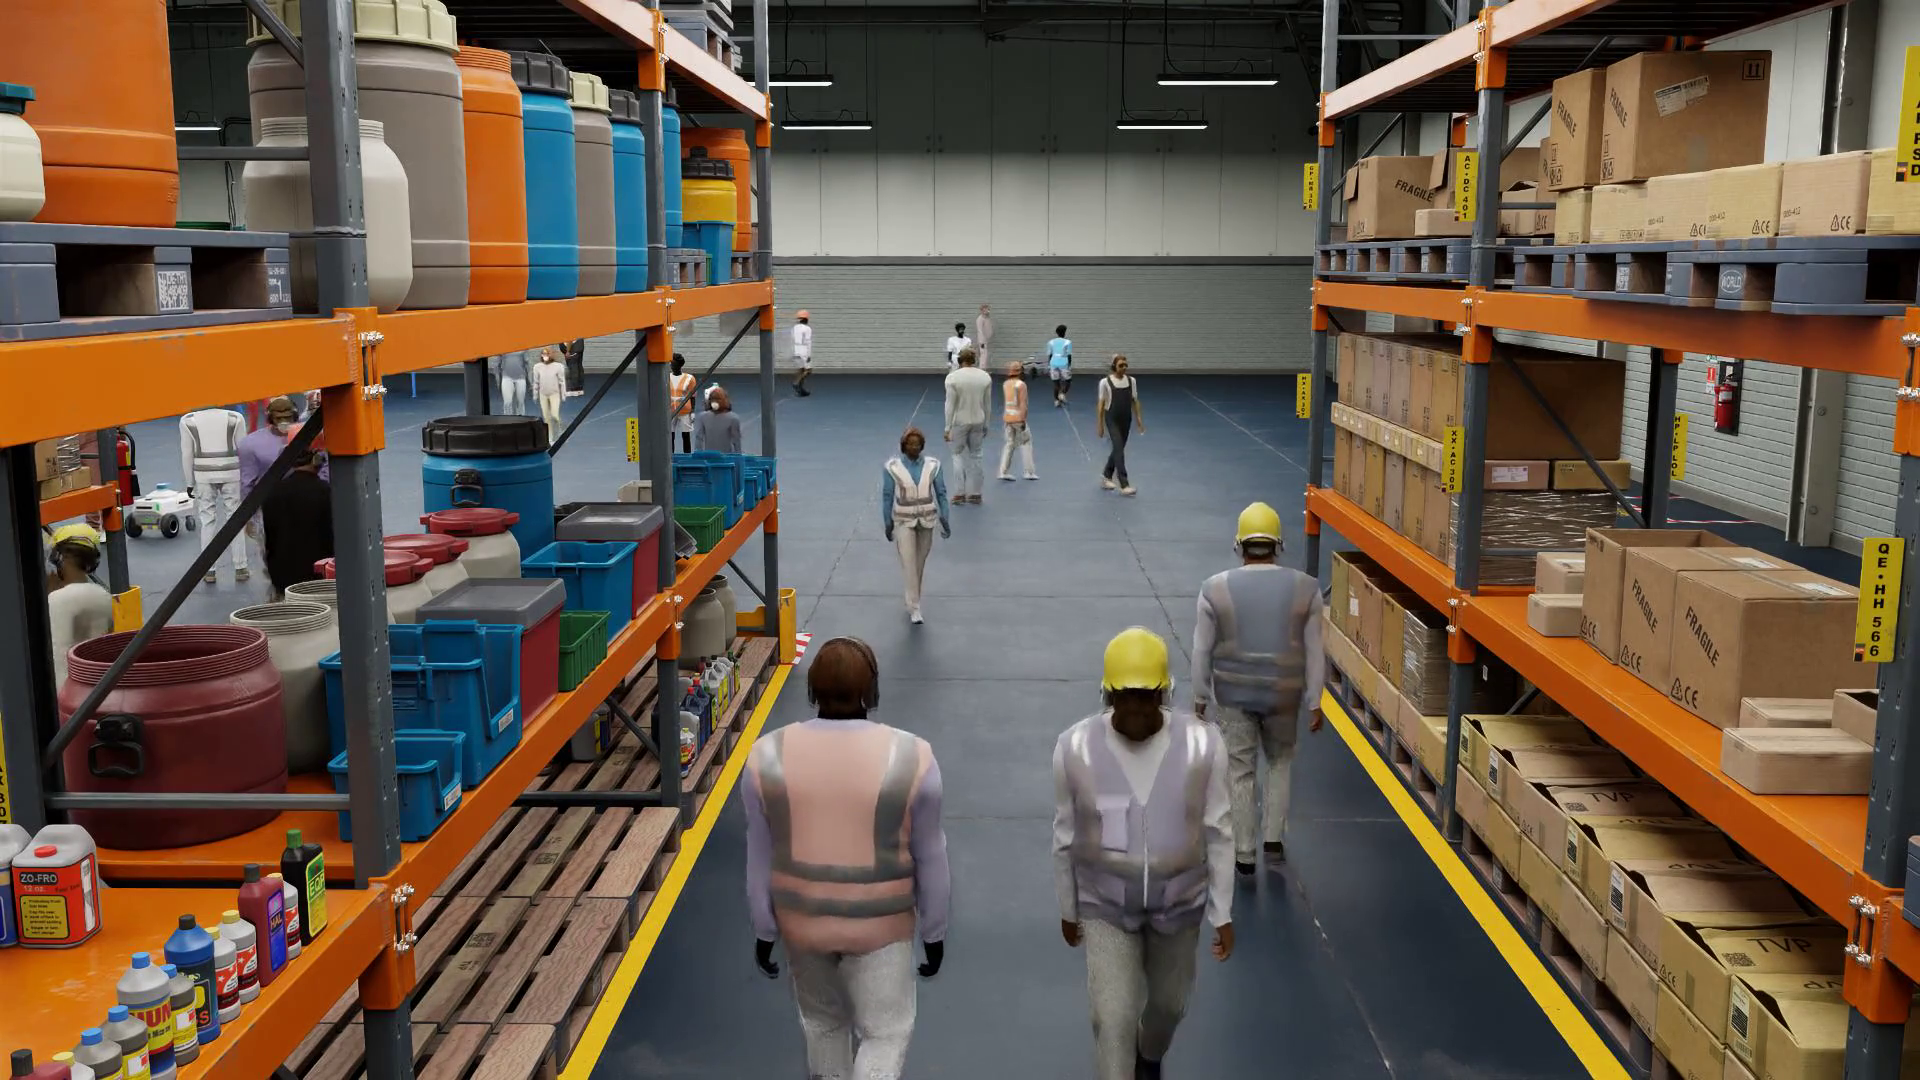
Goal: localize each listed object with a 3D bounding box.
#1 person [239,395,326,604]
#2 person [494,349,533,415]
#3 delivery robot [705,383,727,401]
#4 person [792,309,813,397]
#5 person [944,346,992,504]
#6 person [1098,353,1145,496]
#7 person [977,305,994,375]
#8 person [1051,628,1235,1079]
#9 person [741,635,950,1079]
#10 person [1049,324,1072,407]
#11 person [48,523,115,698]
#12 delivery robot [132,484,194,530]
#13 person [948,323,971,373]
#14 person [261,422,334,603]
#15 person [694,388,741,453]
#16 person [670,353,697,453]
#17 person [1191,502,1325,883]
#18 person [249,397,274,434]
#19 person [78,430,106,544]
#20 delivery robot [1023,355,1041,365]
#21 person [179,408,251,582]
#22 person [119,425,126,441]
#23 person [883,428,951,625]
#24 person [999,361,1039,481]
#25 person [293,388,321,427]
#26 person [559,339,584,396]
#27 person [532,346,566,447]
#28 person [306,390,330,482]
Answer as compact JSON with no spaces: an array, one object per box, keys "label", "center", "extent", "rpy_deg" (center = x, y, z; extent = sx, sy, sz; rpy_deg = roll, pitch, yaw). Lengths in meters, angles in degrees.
[{"label":"person","center":[-5.325,-0.192,13.157],"extent":[0.642,1.916,0.420],"rpy_deg":[-6,11,-30]},{"label":"person","center":[-7.563,-2.699,28.216],"extent":[0.647,1.909,0.840],"rpy_deg":[-3,10,-16]},{"label":"delivery robot","center":[-4.884,-2.901,33.300],"extent":[0.477,0.478,0.707],"rpy_deg":[-3,10,-19]},{"label":"person","center":[-3.504,-4.126,36.740],"extent":[0.551,1.924,0.534],"rpy_deg":[8,12,40]},{"label":"person","center":[0.100,-1.412,20.414],"extent":[0.642,1.937,0.361],"rpy_deg":[-5,11,-26]},{"label":"person","center":[2.021,-1.510,21.438],"extent":[0.535,1.809,0.966],"rpy_deg":[-5,11,-26]},{"label":"person","center":[0.674,-5.188,43.265],"extent":[0.464,1.864,0.797],"rpy_deg":[4,10,24]},{"label":"person","center":[0.595,1.147,5.485],"extent":[0.585,1.806,0.835],"rpy_deg":[0,9,2]},{"label":"person","center":[-0.355,1.197,5.145],"extent":[0.636,1.817,0.784],"rpy_deg":[1,10,8]},{"label":"person","center":[2.065,-3.577,34.148],"extent":[0.536,1.684,0.368],"rpy_deg":[4,10,24]},{"label":"person","center":[-4.145,0.797,7.863],"extent":[0.318,1.717,0.636],"rpy_deg":[-1,10,-5]},{"label":"delivery robot","center":[-8.706,-0.373,18.167],"extent":[0.477,0.478,0.707],"rpy_deg":[1,10,6]},{"label":"person","center":[-0.019,-3.816,35.561],"extent":[0.541,1.679,0.666],"rpy_deg":[-2,10,-14]},{"label":"person","center":[-3.979,0.260,10.262],"extent":[0.643,1.973,0.521],"rpy_deg":[2,10,13]},{"label":"person","center":[-2.645,-0.897,18.354],"extent":[0.494,1.595,0.853],"rpy_deg":[3,10,18]},{"label":"person","center":[-3.959,-1.776,23.324],"extent":[0.530,1.693,0.321],"rpy_deg":[0,9,3]},{"label":"person","center":[1.421,0.720,7.997],"extent":[0.625,1.814,0.515],"rpy_deg":[1,10,5]},{"label":"person","center":[-11.122,-2.322,26.544],"extent":[0.892,1.696,0.534],"rpy_deg":[8,12,39]},{"label":"person","center":[-9.218,-0.924,17.583],"extent":[0.651,1.905,0.409],"rpy_deg":[6,11,31]},{"label":"delivery robot","center":[1.853,-4.684,43.214],"extent":[0.335,0.223,0.698],"rpy_deg":[6,12,34]},{"label":"person","center":[-6.906,-0.560,15.474],"extent":[0.576,1.882,0.355],"rpy_deg":[-4,10,-22]},{"label":"person","center":[-12.988,-2.278,25.299],"extent":[0.605,2.038,0.394],"rpy_deg":[-6,11,-33]},{"label":"person","center":[-0.370,-0.131,13.760],"extent":[0.523,1.596,0.860],"rpy_deg":[-3,10,-16]},{"label":"person","center":[0.743,-1.609,22.557],"extent":[0.533,1.612,0.542],"rpy_deg":[-7,12,-35]},{"label":"person","center":[-10.587,-2.482,27.113],"extent":[0.770,1.847,0.523],"rpy_deg":[5,11,26]},{"label":"person","center":[-8.648,-4.211,36.994],"extent":[0.536,2.000,0.680],"rpy_deg":[2,10,13]},{"label":"person","center":[-6.571,-2.286,26.578],"extent":[0.516,1.620,0.368],"rpy_deg":[1,9,4]},{"label":"person","center":[-5.241,-0.294,13.833],"extent":[0.406,1.902,0.638],"rpy_deg":[-1,10,-8]}]
